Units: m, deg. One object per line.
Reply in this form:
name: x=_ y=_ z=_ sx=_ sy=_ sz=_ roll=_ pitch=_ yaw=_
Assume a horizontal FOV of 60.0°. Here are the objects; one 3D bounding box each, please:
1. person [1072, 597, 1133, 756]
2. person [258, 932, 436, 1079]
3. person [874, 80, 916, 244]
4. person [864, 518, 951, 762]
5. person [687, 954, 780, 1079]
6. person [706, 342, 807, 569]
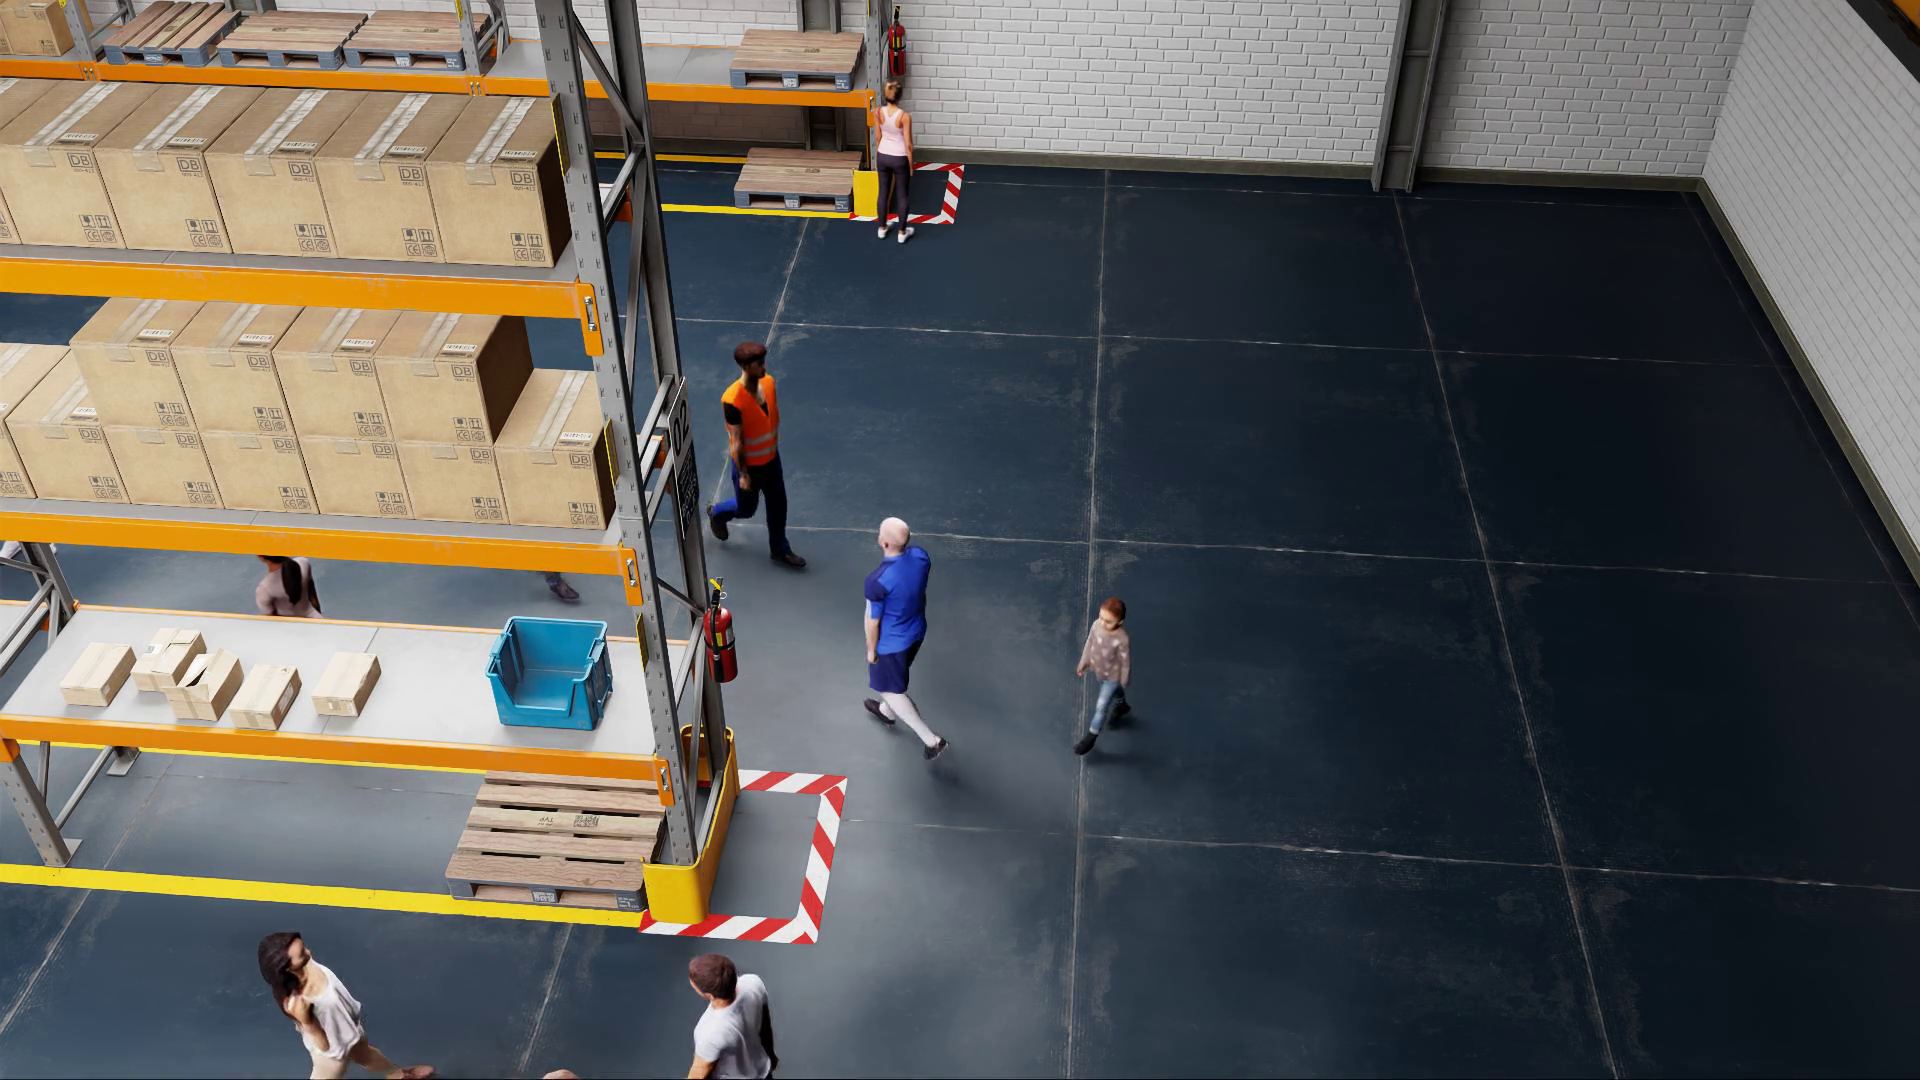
person: x=1.003 y=0.815 z=10.870 sx=0.853 sy=1.171 sz=0.795 roll=-28 pitch=47 yaw=-31
person: x=-3.045 y=2.476 z=8.417 sx=0.842 sy=1.636 sz=1.043 roll=2 pitch=39 yaw=2
person: x=-0.653 y=-3.680 z=16.117 sx=0.550 sy=1.647 sz=0.671 roll=15 pitch=41 yaw=18
person: x=-0.357 y=0.642 z=10.566 sx=1.201 sy=1.820 sz=1.061 roll=29 pitch=47 yaw=31
person: x=-0.985 y=2.654 z=8.025 sx=0.847 sy=1.847 sz=0.748 roll=14 pitch=41 yaw=16
person: x=-1.559 y=-0.625 z=12.115 sx=1.194 sy=1.866 sz=1.018 roll=24 pitch=44 yaw=27
